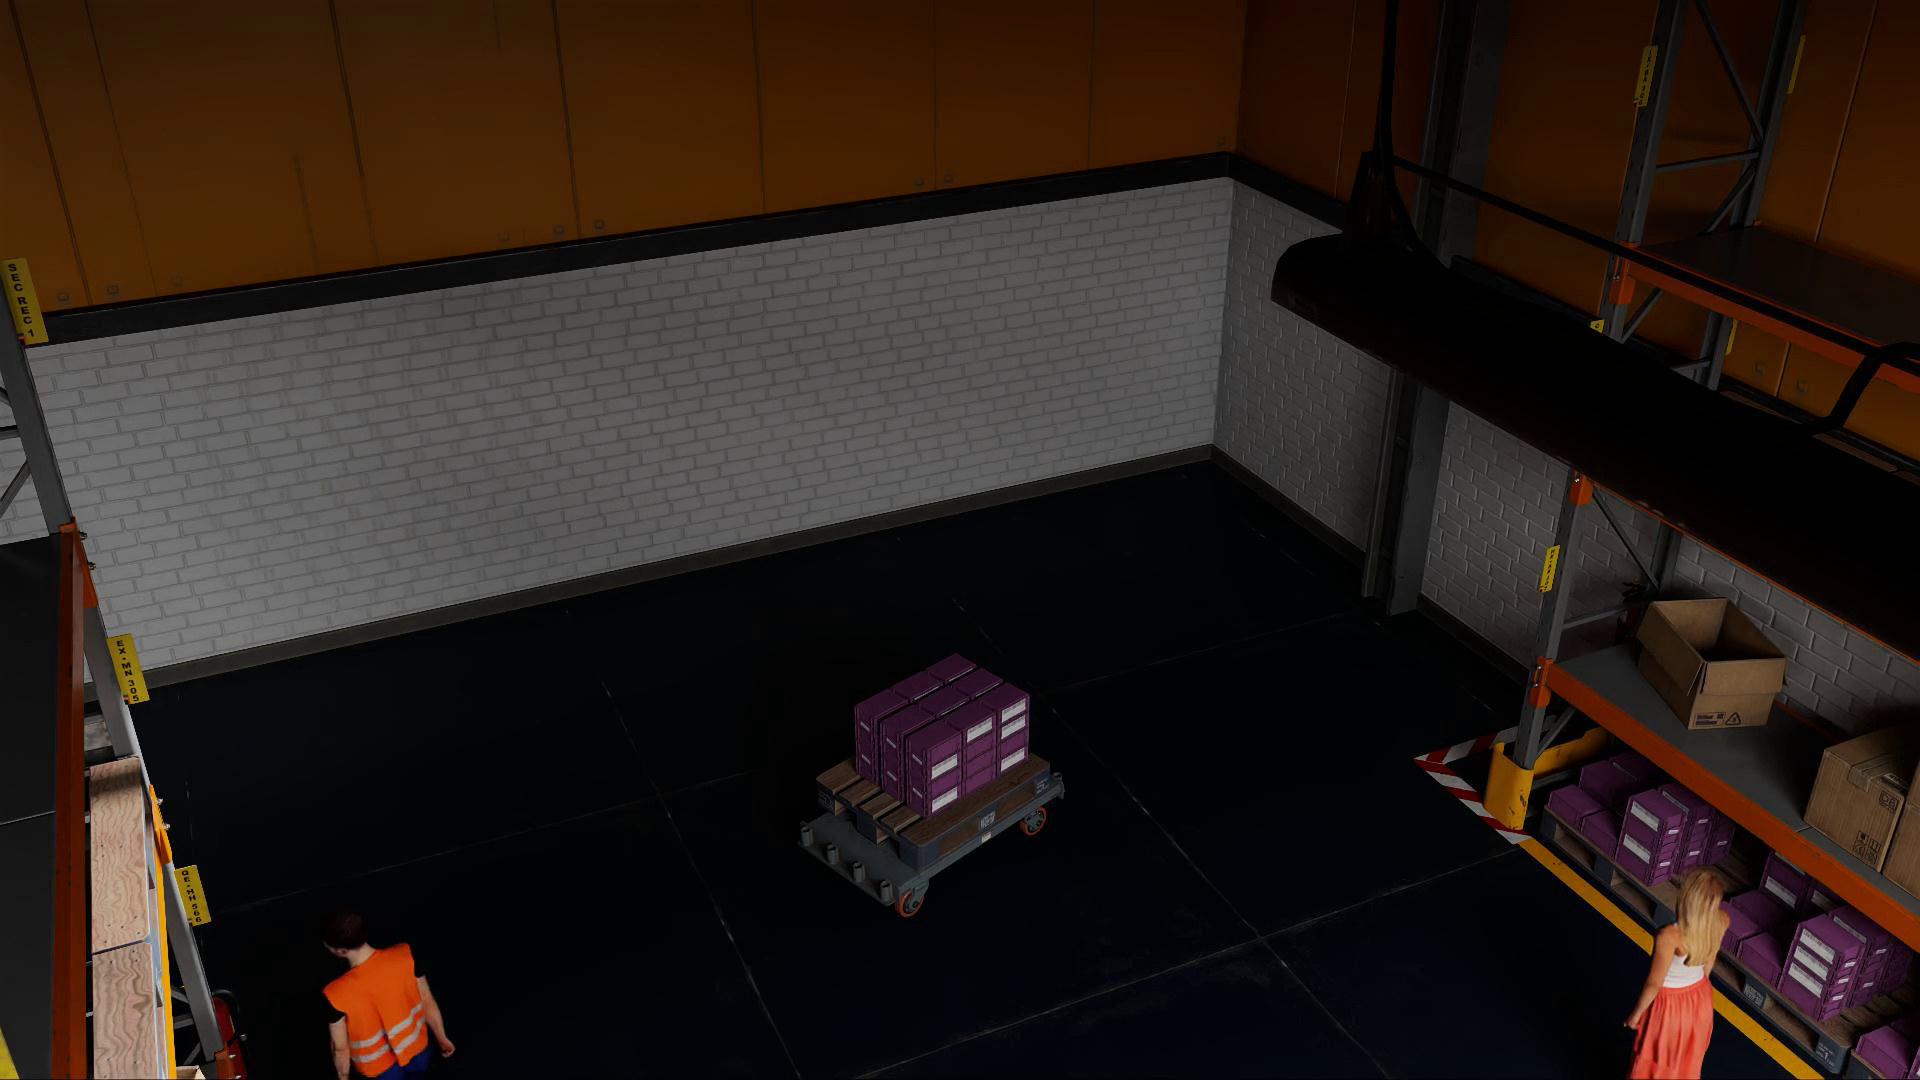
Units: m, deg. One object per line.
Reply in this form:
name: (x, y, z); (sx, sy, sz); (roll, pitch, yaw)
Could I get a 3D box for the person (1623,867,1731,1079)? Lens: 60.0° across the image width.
person: (3.697, 2.428, 8.601); (0.636, 1.802, 0.597); (-10, 30, -18)

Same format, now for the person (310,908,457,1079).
person: (-2.758, 2.605, 8.223); (0.852, 1.853, 0.894); (-25, 37, -38)
